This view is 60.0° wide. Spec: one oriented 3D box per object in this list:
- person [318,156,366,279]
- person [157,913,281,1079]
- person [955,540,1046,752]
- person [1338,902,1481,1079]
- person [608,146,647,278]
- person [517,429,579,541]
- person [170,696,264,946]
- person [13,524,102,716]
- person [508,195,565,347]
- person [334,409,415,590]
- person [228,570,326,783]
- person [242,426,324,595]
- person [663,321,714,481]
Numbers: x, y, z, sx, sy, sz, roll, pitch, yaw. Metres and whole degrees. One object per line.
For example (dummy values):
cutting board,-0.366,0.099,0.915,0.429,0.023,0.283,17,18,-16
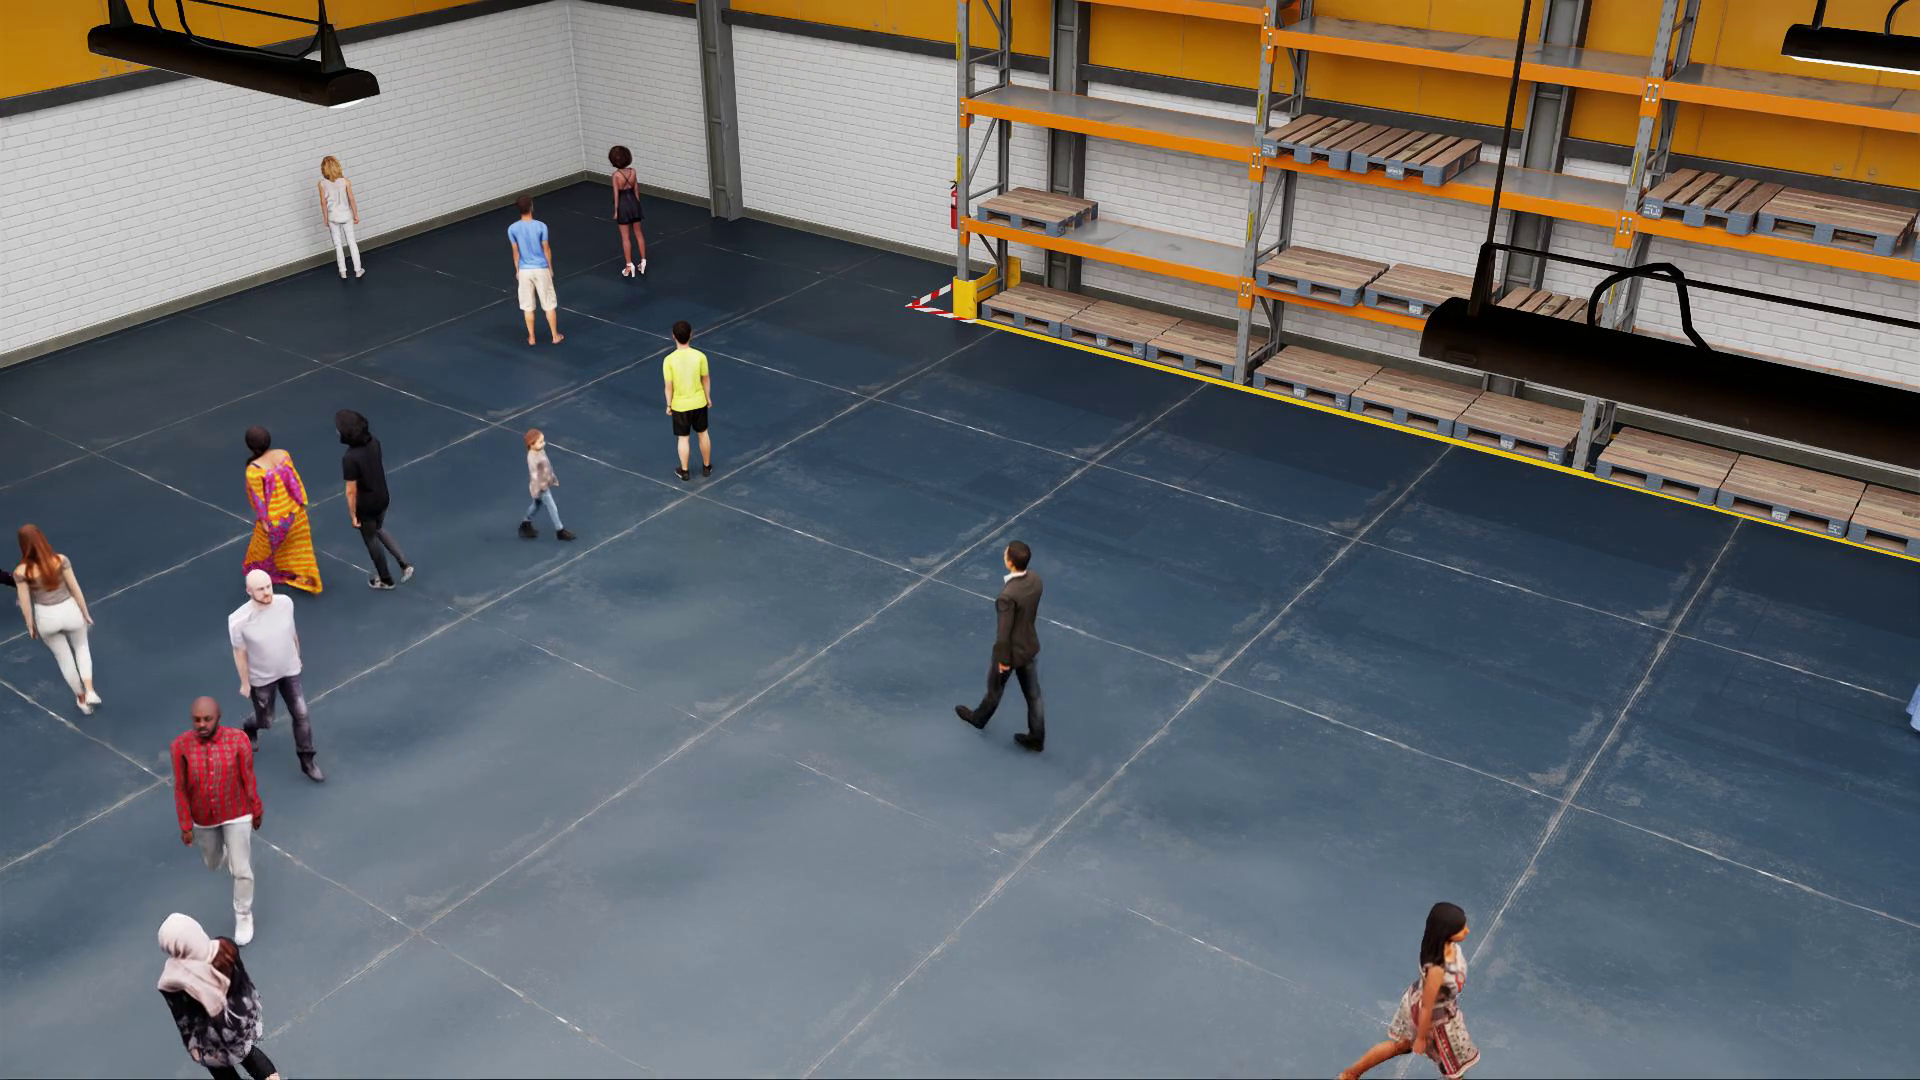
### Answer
person,-8.437,-4.395,22.606,0.693,1.670,0.730,-8,30,-15
person,-4.163,2.789,9.496,0.813,1.612,0.676,18,33,29
person,0.511,0.856,12.869,1.047,1.776,0.762,21,35,33
person,2.628,2.732,9.605,1.169,1.608,0.839,8,30,14
person,-4.519,-4.476,22.633,0.618,1.787,0.628,-24,37,-37
person,-4.091,-0.534,16.042,0.875,1.177,0.754,-1,29,-1
person,-4.947,1.776,11.160,1.081,1.798,1.151,-4,29,-8
person,-7.161,0.677,13.258,0.705,1.718,0.729,-19,34,-31
person,-5.224,-3.303,20.402,0.729,1.864,0.799,-3,29,-6
person,-5.253,-0.338,15.015,0.795,1.818,0.750,11,31,19
person,-5.243,0.980,12.612,1.118,1.804,0.756,25,37,38
person,-6.142,-0.260,15.056,1.152,1.640,0.706,15,32,26
person,-2.795,-1.441,17.151,0.701,1.708,0.723,-10,30,-17
